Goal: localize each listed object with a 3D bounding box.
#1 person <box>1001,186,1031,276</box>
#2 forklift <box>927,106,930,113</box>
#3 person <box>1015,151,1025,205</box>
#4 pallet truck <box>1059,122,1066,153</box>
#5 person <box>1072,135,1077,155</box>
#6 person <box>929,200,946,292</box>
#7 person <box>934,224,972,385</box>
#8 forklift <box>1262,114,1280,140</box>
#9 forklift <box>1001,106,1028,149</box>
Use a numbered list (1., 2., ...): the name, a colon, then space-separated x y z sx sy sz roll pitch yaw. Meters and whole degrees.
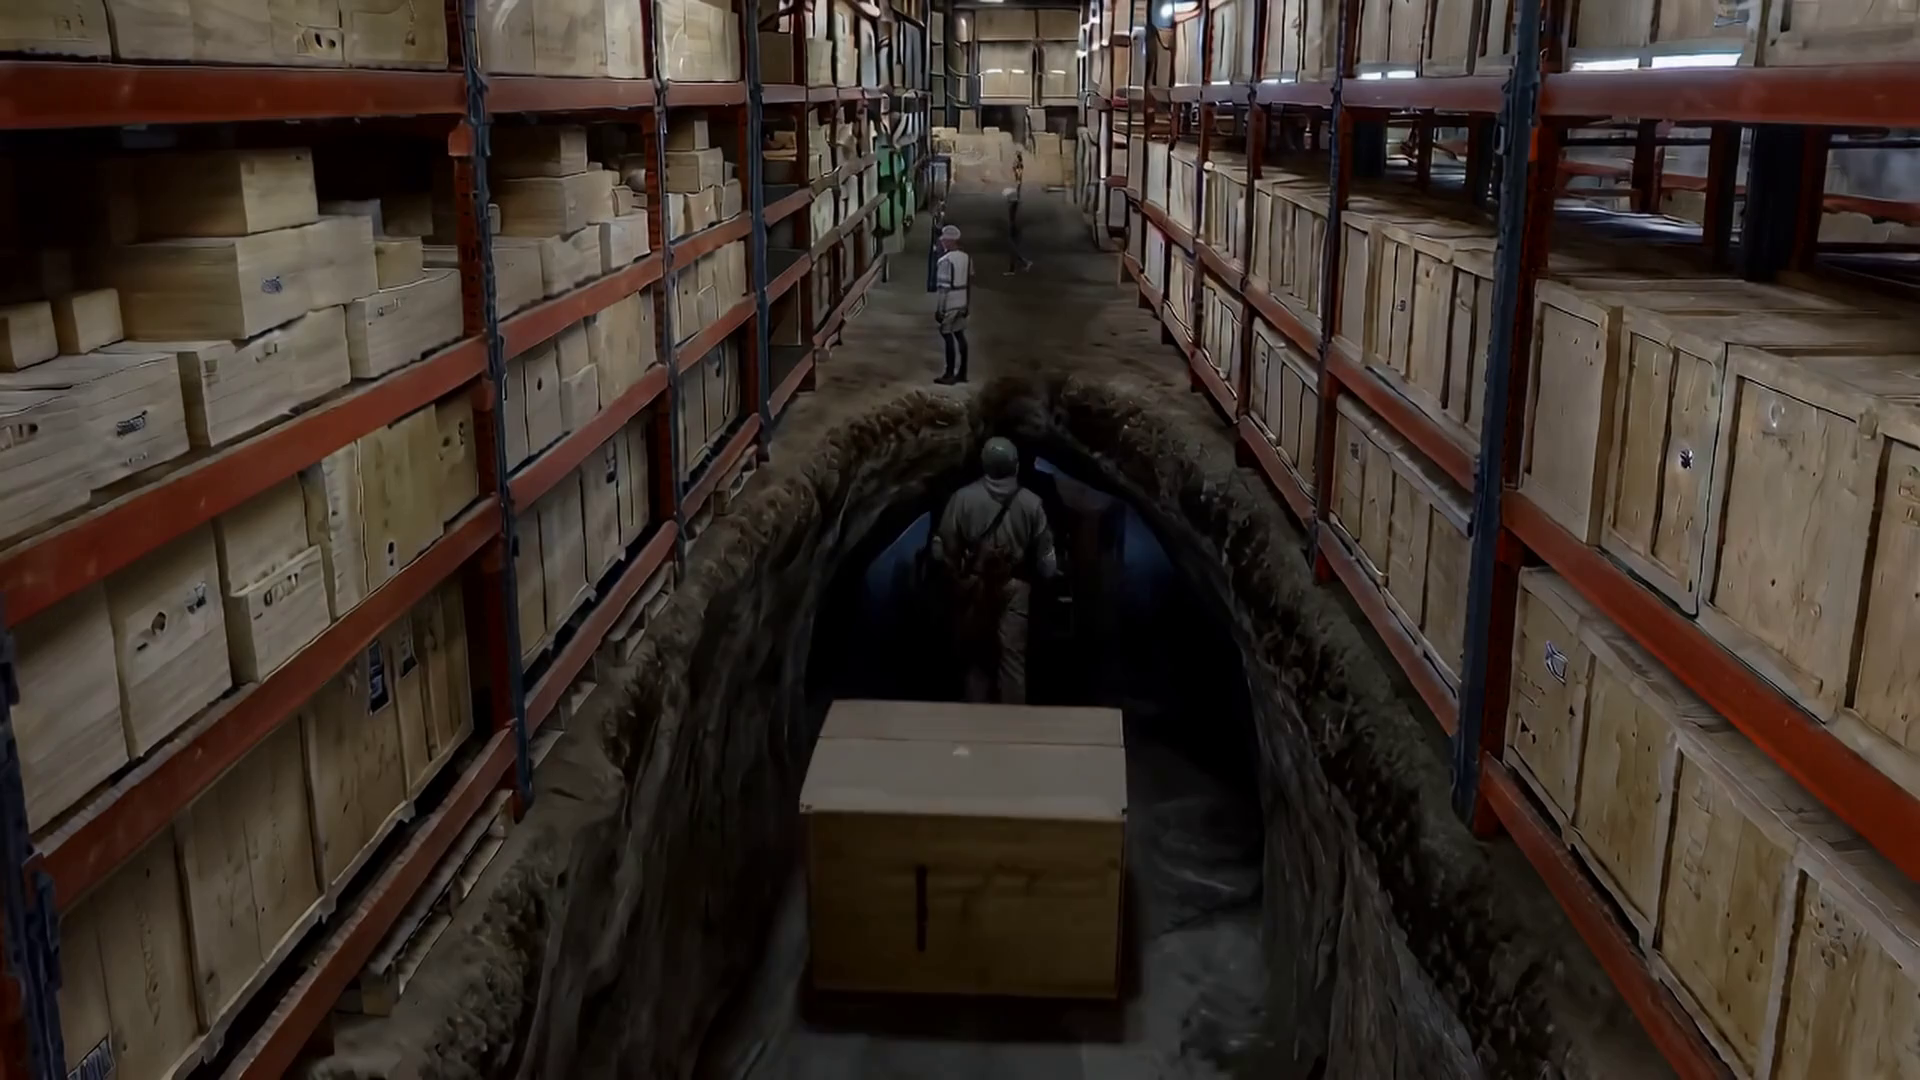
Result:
1. person: 1.063 -5.976 32.217 0.480 1.719 0.500 -1 15 -5
2. forklift: -1.998 -20.666 84.684 1.129 2.768 1.873 0 15 2
3. person: 1.910 -11.526 52.920 0.317 1.695 0.540 2 15 7
4. pallet truck: 5.788 -21.111 88.014 1.885 1.965 0.823 5 16 18
5. person: 5.085 -17.159 73.959 0.552 1.654 0.873 -4 16 -14
6. person: -0.396 -5.233 29.646 0.284 1.624 0.505 5 16 18
7. person: -0.107 -2.859 20.217 0.358 1.936 0.552 13 20 41
8. forklift: 10.967 -13.674 58.670 1.129 2.768 1.873 2 15 8
9. forklift: 2.539 -20.165 82.819 1.129 2.768 1.873 -7 17 -24
